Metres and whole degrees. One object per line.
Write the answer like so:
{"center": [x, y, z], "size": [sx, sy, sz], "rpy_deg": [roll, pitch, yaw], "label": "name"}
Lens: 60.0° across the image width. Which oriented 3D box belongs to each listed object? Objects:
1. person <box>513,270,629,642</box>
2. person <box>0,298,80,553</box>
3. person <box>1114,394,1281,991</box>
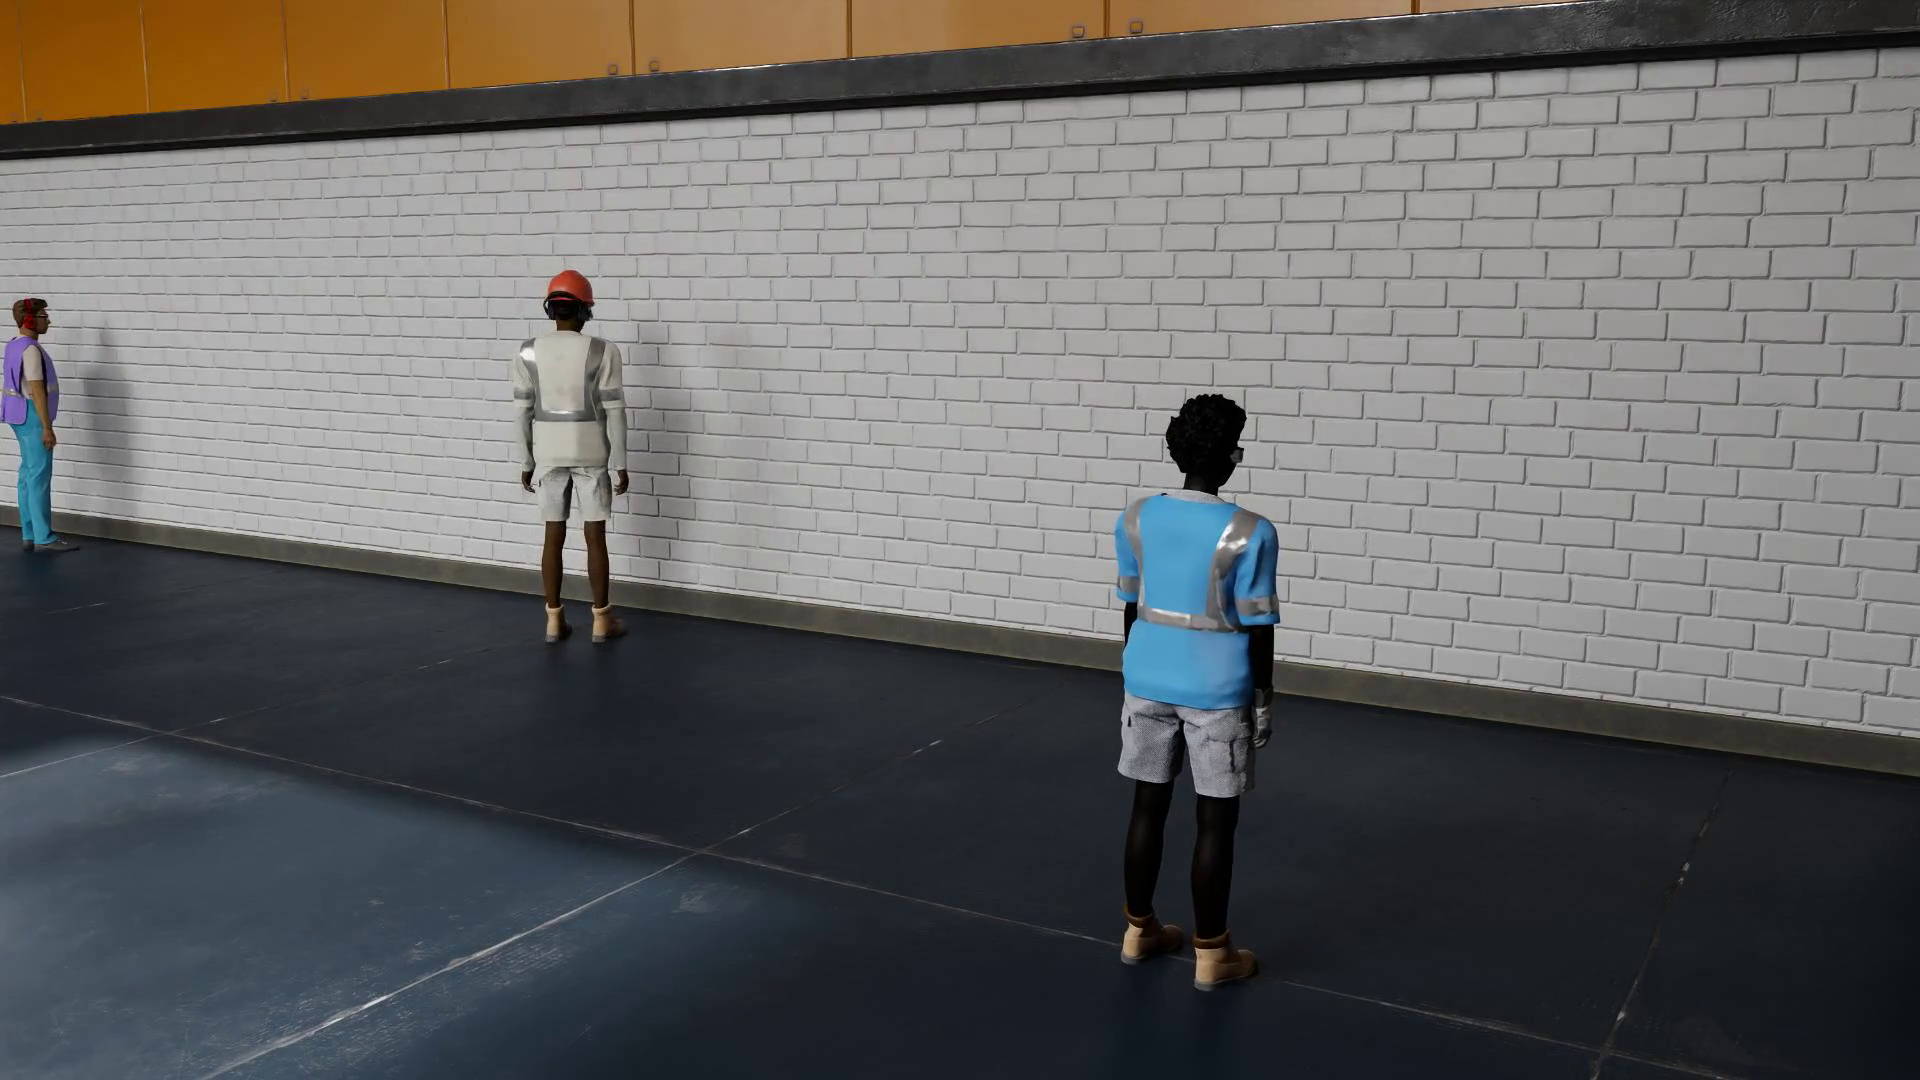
{"center": [-2.120, -0.454, 9.155], "size": [0.614, 2.038, 0.396], "rpy_deg": [1, 9, 4], "label": "person"}
{"center": [-6.748, -0.831, 12.106], "size": [0.390, 1.848, 0.563], "rpy_deg": [-8, 12, -41], "label": "person"}
{"center": [0.670, 0.428, 4.745], "size": [0.530, 1.689, 0.321], "rpy_deg": [7, 12, 38], "label": "person"}
